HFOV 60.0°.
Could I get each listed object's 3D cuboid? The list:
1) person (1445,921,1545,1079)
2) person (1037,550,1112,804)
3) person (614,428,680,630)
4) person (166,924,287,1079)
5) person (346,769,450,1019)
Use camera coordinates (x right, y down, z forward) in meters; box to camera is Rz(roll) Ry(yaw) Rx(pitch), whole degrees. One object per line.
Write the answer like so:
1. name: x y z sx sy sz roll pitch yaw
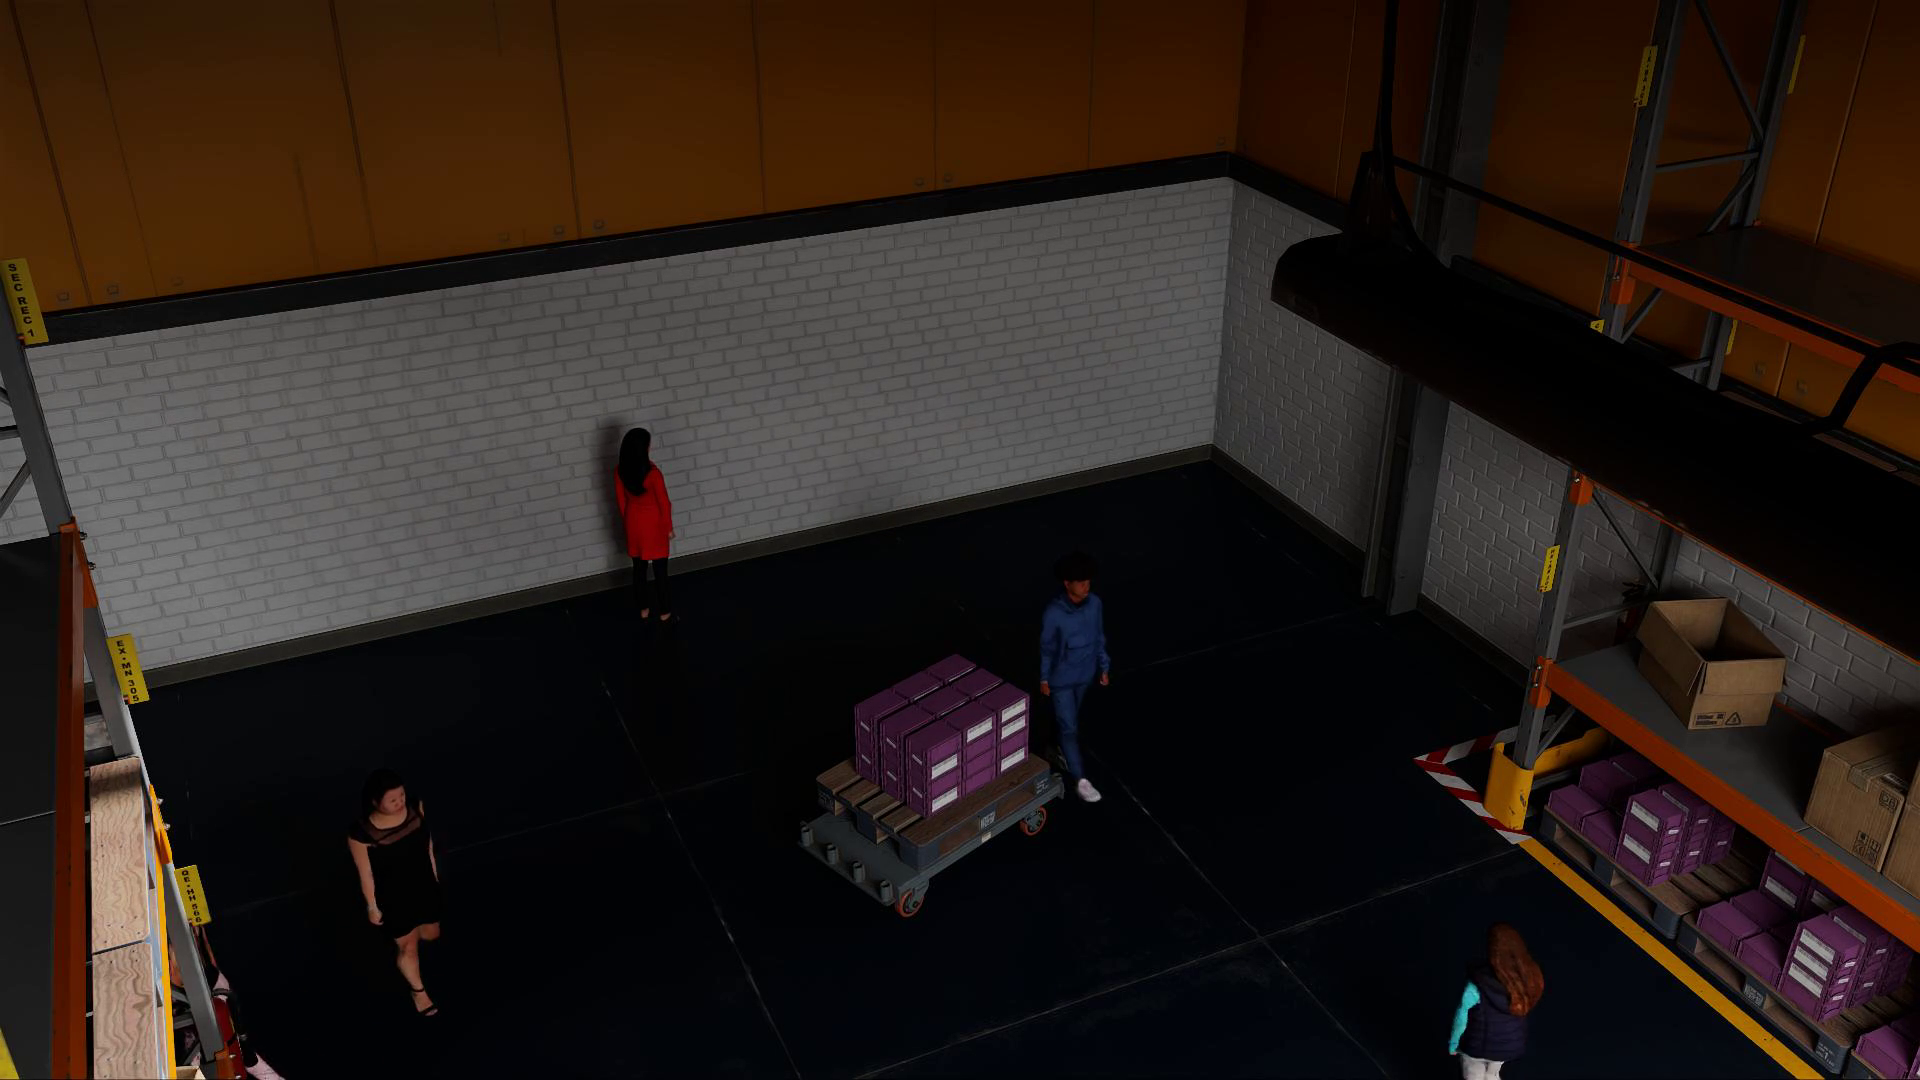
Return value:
1. person: 2.770 2.613 8.580 0.626 1.497 0.650 -7 29 -12
2. person: 0.707 0.867 11.487 0.828 1.777 1.066 -20 34 -32
3. person: -2.497 -0.085 13.261 0.738 1.751 0.793 8 30 15
4. person: -3.957 2.457 8.849 0.764 1.515 0.982 -3 29 -5
5. person: -3.248 1.990 9.507 0.933 1.702 0.833 20 34 32
